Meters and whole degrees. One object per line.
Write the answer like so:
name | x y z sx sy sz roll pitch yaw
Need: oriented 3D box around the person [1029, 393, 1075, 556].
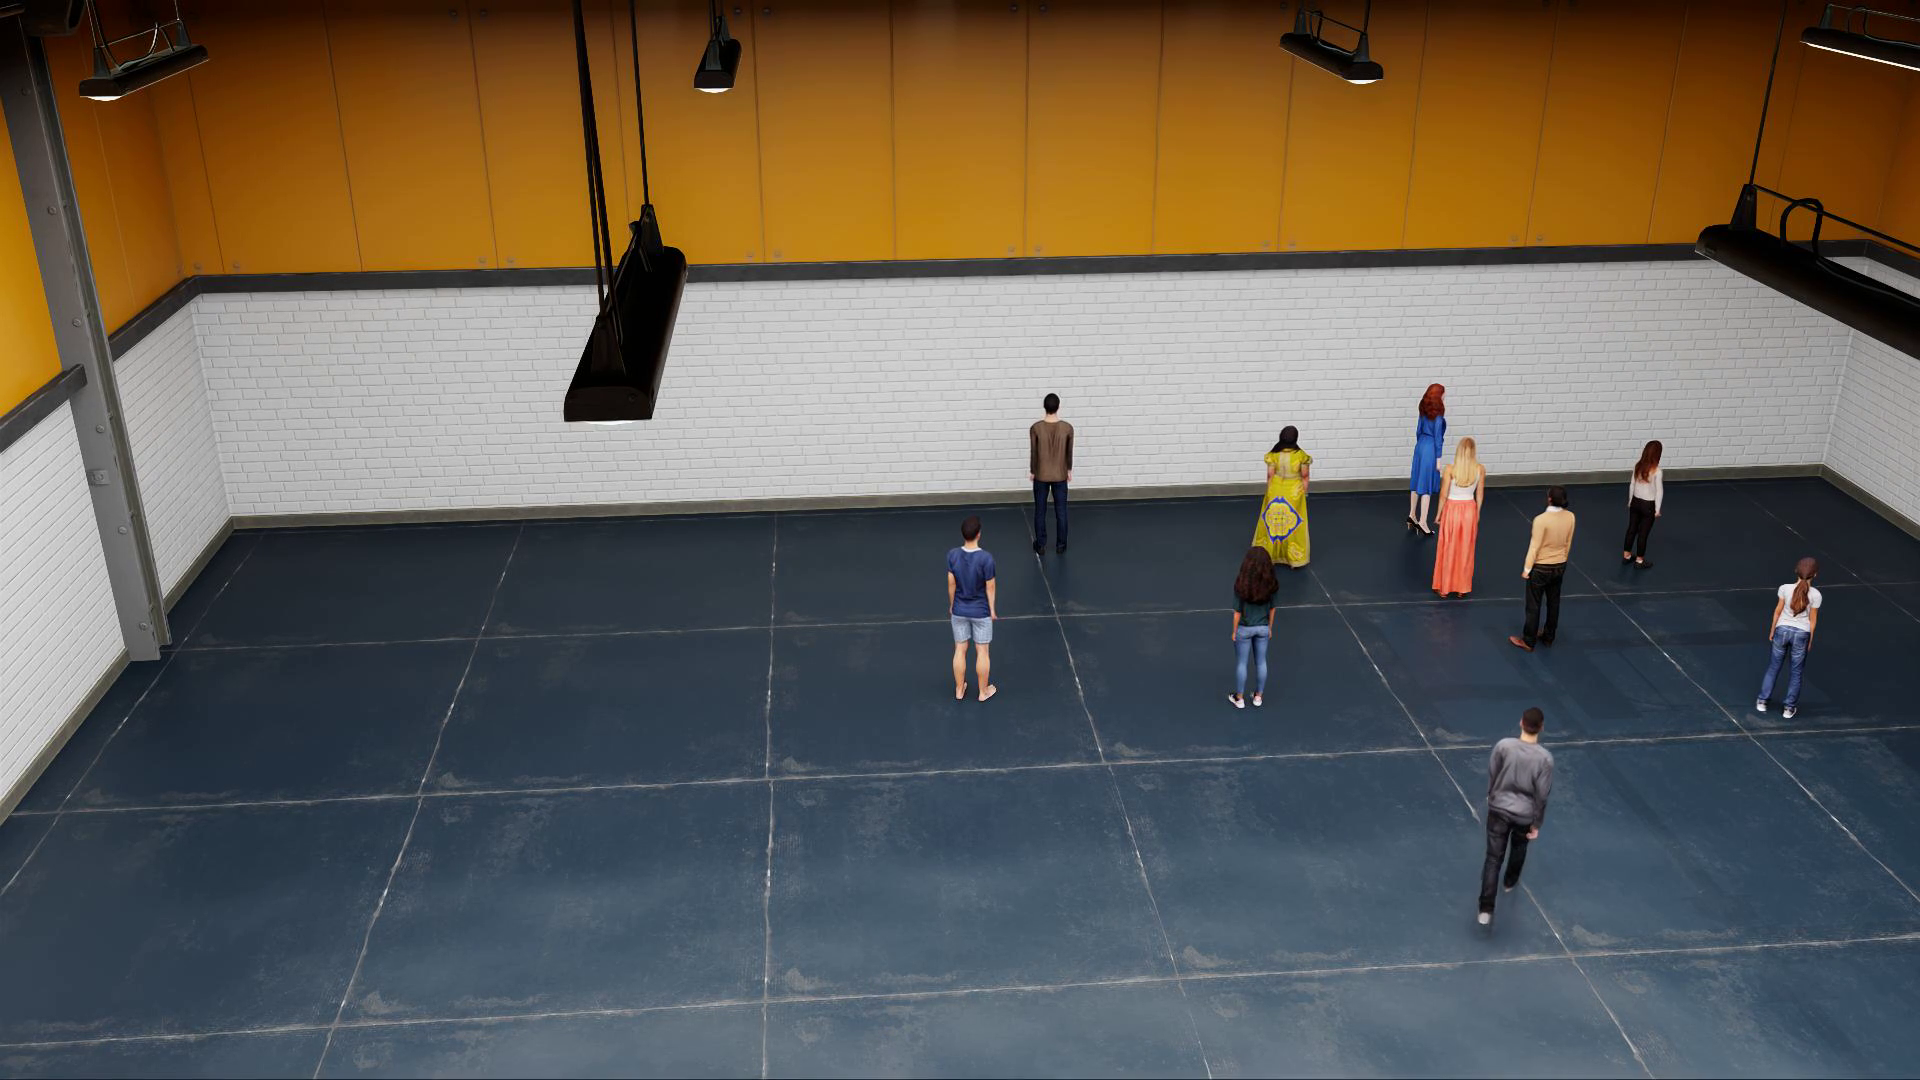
person | 1.019 -0.747 18.764 0.646 1.887 0.543 -1 24 -3

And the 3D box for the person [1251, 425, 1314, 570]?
person | 3.613 -0.484 18.446 0.978 1.660 0.960 8 25 17

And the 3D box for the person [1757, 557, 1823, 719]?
person | 7.727 0.884 15.440 0.616 1.561 0.669 16 28 33

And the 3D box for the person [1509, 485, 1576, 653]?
person | 5.856 0.270 16.605 0.721 1.754 0.693 -9 25 -20

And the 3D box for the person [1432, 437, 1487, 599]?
person | 5.317 -0.244 17.719 0.655 1.802 0.617 1 24 3

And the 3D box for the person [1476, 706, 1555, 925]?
person | 4.124 2.091 12.474 1.007 1.725 1.238 10 26 22

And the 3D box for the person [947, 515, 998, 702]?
person | 0.111 0.646 15.623 0.691 1.850 0.679 7 24 15

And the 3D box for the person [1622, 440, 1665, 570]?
person | 7.596 -0.401 18.475 0.679 1.484 0.568 -14 27 -30

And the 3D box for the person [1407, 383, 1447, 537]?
person | 5.412 -0.940 19.278 0.712 1.829 0.566 -7 25 -15

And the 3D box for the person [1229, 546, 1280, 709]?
person | 2.736 0.809 15.542 0.598 1.617 0.592 -3 24 -7
